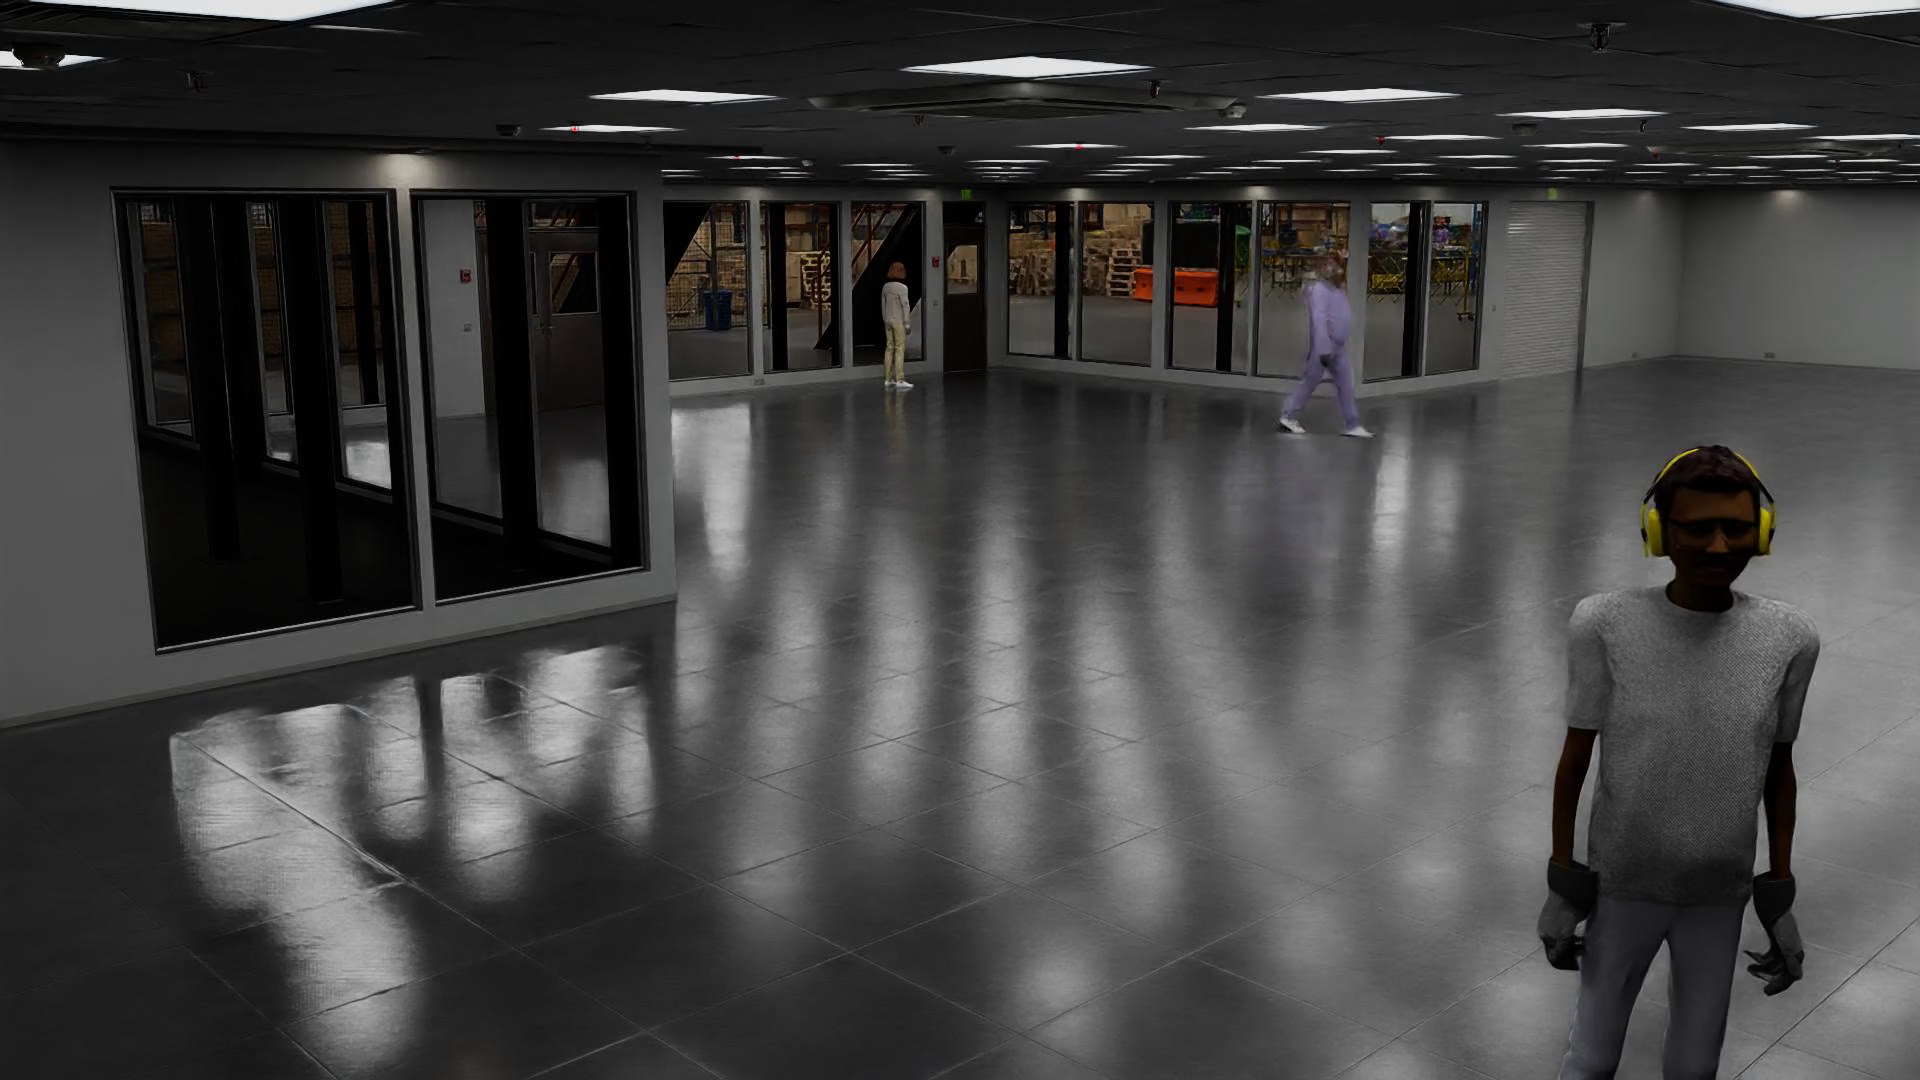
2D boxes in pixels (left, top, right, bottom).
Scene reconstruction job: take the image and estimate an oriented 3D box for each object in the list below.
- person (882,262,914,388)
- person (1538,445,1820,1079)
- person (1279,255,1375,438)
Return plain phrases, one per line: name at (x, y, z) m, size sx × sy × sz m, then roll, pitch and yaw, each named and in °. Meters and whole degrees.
person at (-0.821, -2.803, 21.693) m, size 0.267 × 1.632 × 0.509 m, roll -9°, pitch 15°, yaw -39°
person at (1.465, 0.729, 3.412) m, size 0.520 × 1.873 × 0.328 m, roll 1°, pitch 11°, yaw 7°
person at (3.757, -1.986, 17.058) m, size 1.009 × 1.862 × 0.655 m, roll 9°, pitch 15°, yaw 39°
